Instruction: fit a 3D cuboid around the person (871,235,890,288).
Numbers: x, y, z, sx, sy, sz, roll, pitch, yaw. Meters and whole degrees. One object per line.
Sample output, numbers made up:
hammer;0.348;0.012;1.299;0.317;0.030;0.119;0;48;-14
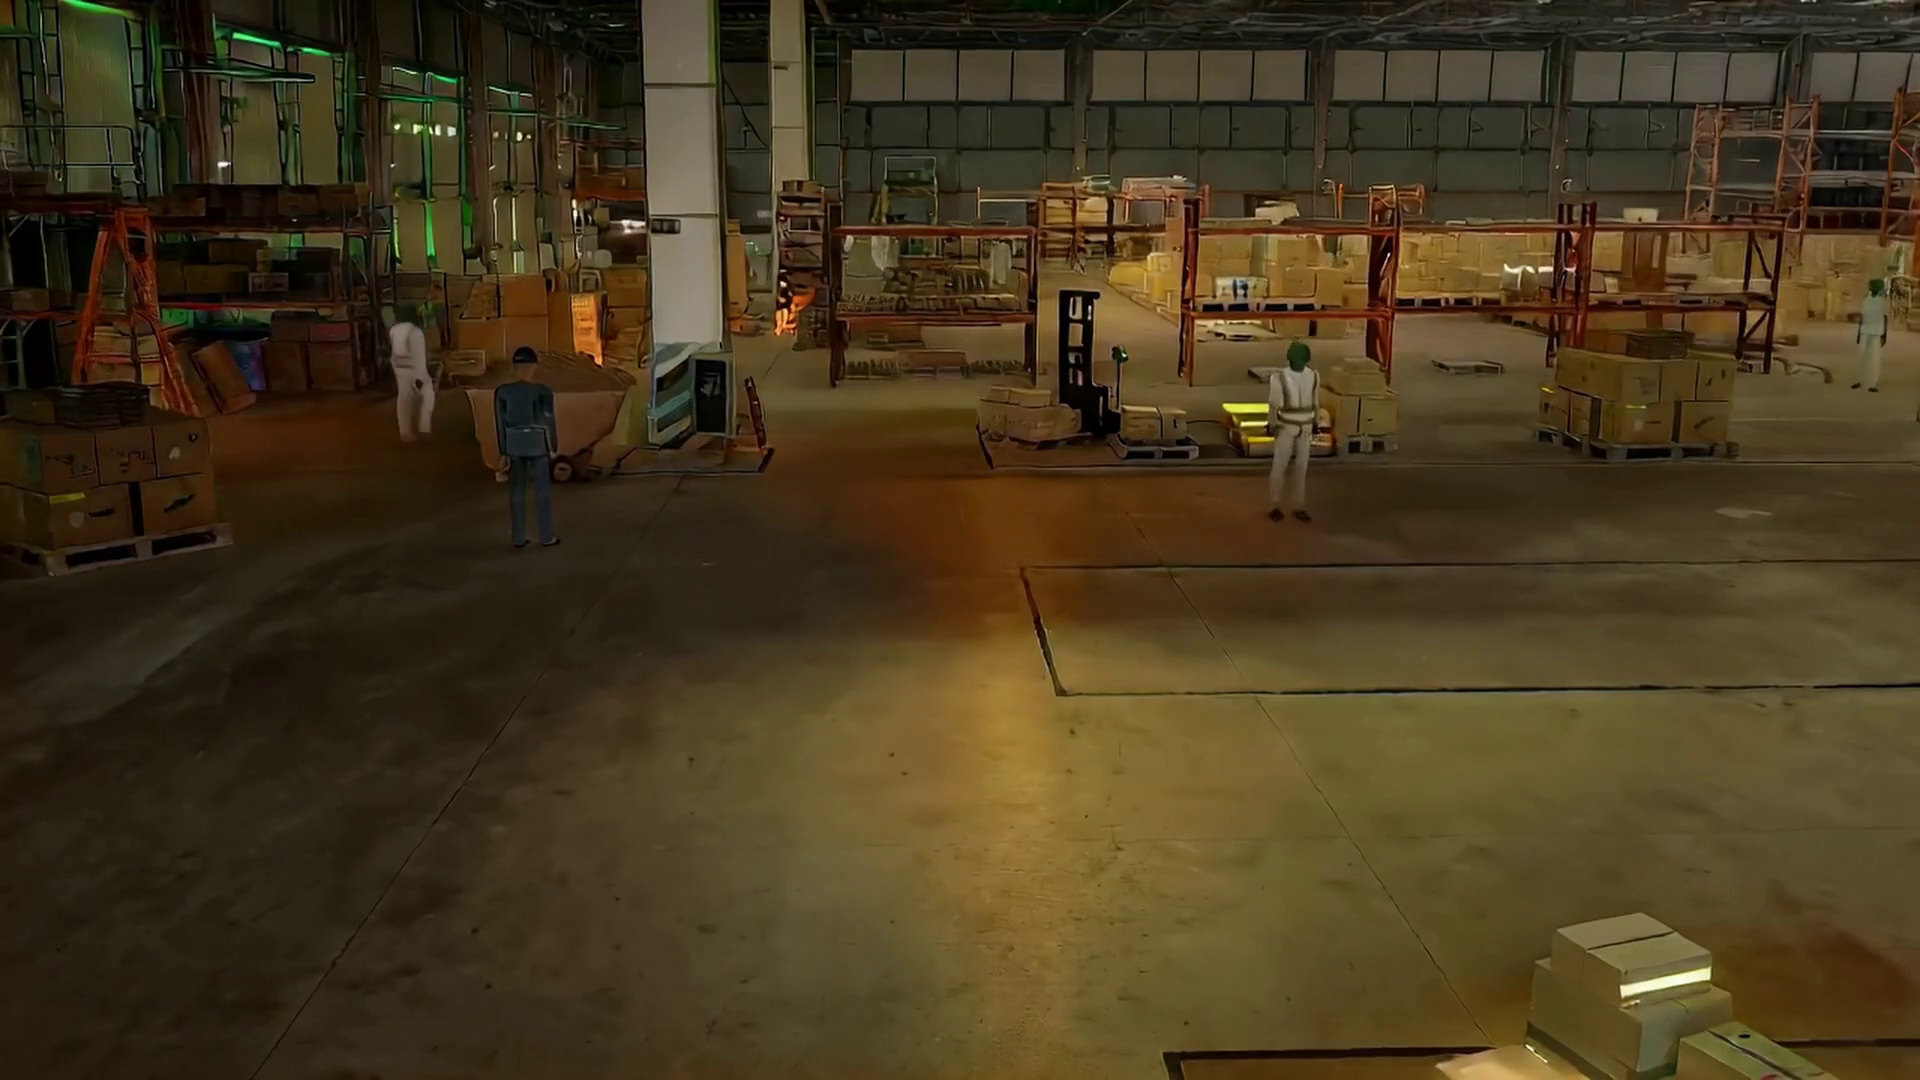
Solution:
person;-2.453;-8.852;51.985;0.575;1.885;0.926;4;13;16

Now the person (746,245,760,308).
person;-5.635;-6.897;43.650;0.871;1.663;0.529;-11;17;-41

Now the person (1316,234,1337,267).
person;11.922;-9.345;54.118;0.636;1.916;0.792;2;13;9

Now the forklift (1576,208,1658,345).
forklift;13.691;-5.327;33.773;1.873;2.768;1.129;0;12;-2

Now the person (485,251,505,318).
person;-11.468;-6.269;40.874;0.524;1.632;0.321;11;16;40

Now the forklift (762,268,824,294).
forklift;-4.844;-8.616;48.621;1.873;2.768;1.129;0;12;-2

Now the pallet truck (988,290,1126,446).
pallet truck;1.257;-2.299;22.111;1.885;1.965;0.823;-9;15;-35

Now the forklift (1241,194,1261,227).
forklift;9.557;-9.996;54.854;1.873;2.768;1.129;-3;13;-11

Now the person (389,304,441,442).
person;-7.258;-2.222;22.158;0.630;1.820;0.636;8;15;32

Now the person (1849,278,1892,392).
person;14.908;-3.352;27.198;0.322;1.859;0.511;-7;14;-30

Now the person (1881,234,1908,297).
person;26.878;-7.827;47.533;0.965;1.789;0.629;0;12;-1

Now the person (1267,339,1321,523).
person;3.412;-1.112;17.008;0.584;1.883;0.337;-4;13;-17

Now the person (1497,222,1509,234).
person;17.807;-9.465;54.670;0.580;1.912;0.683;1;13;3

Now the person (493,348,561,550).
person;-4.099;-0.859;15.787;0.584;1.919;0.382;1;13;4

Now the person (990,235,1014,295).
person;1.155;-7.369;45.155;0.644;1.920;0.656;-2;13;-8
